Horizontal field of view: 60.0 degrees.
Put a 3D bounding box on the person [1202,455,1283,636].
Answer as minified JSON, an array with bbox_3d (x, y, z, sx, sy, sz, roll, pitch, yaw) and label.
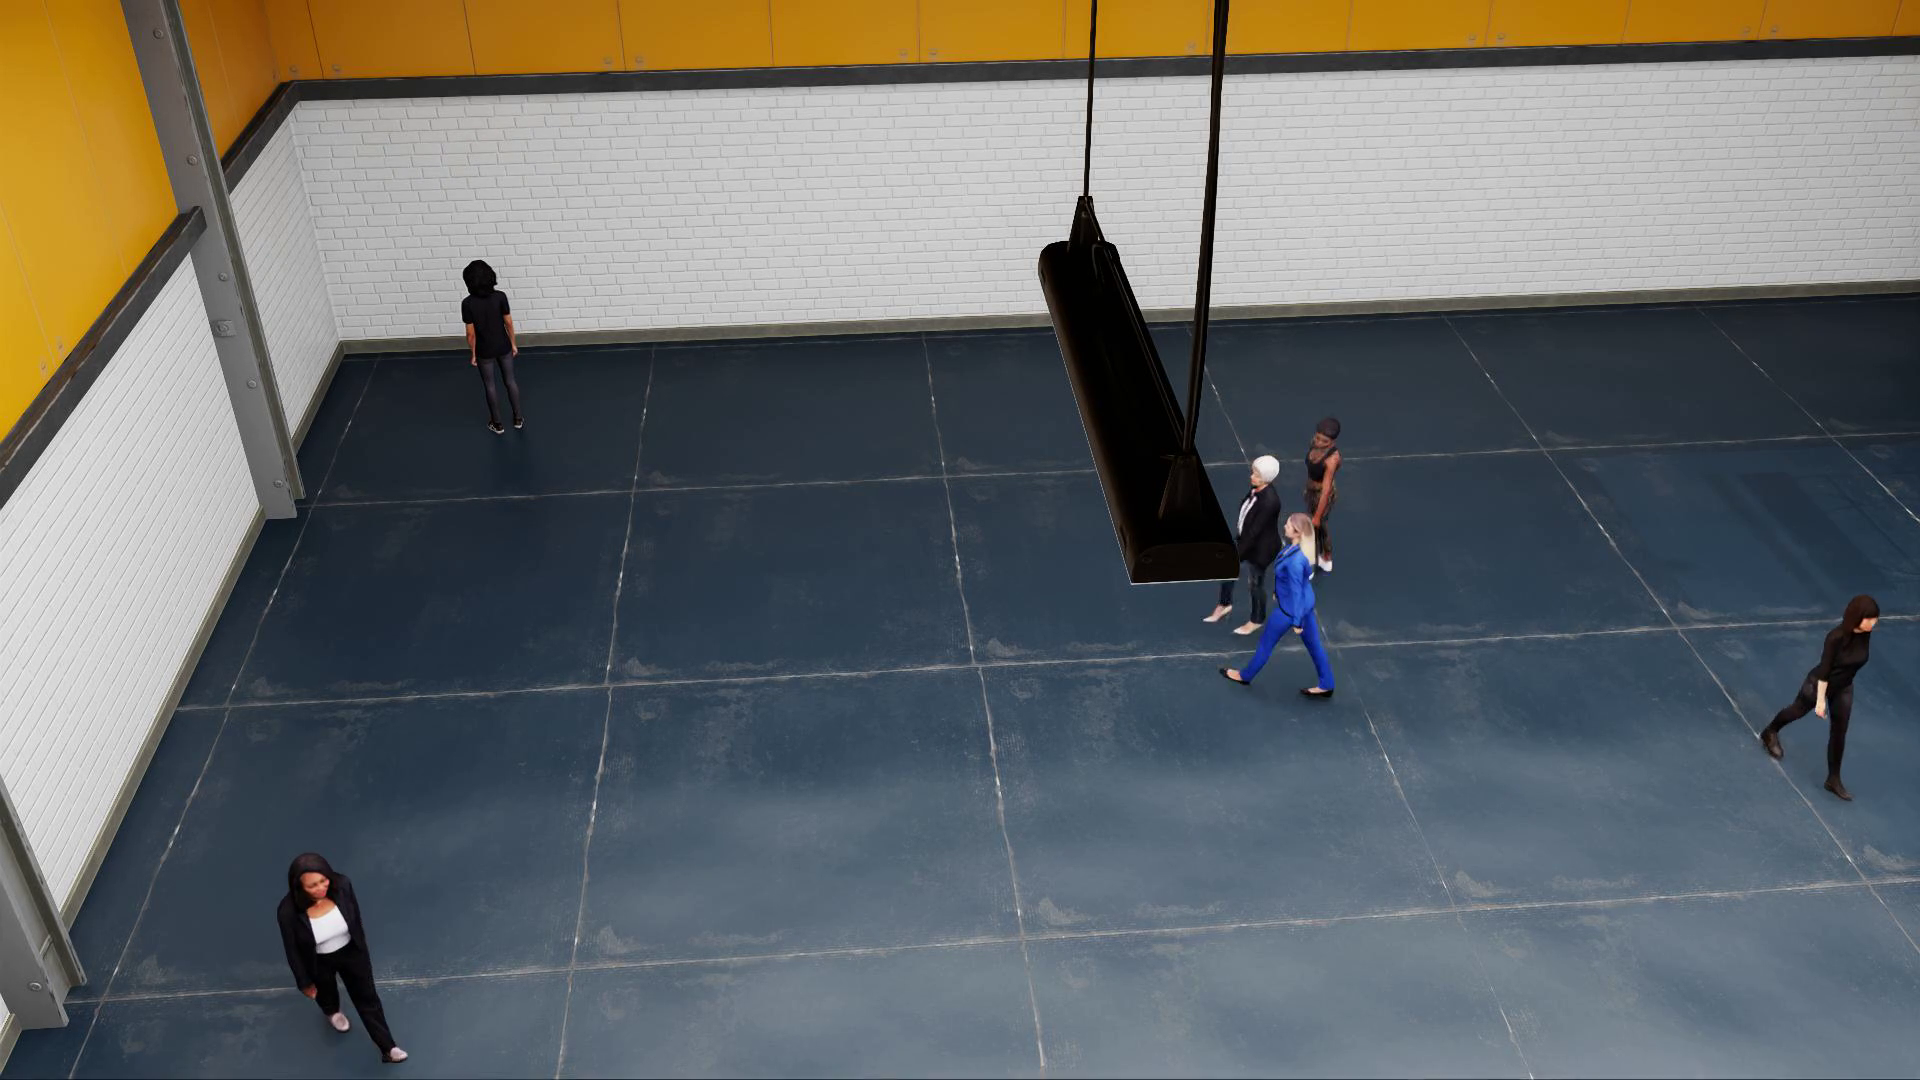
[{"bbox_3d":[2.417,0.074,13.449,0.699,1.756,0.743,-2,34,-3],"label":"person"}]

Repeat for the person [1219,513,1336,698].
[{"bbox_3d":[2.701,0.563,12.912,1.015,1.649,1.170,12,35,17],"label":"person"}]

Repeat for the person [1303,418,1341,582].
[{"bbox_3d":[3.094,-0.352,14.274,0.768,1.666,0.601,1,34,1],"label":"person"}]

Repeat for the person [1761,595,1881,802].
[{"bbox_3d":[6.308,1.050,12.223,0.666,1.601,1.094,-7,34,-11],"label":"person"}]

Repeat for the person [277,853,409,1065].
[{"bbox_3d":[-3.865,2.480,10.100,1.063,1.568,1.171,-28,43,-36],"label":"person"}]

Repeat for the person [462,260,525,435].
[{"bbox_3d":[-4.632,-1.919,16.477,0.705,1.836,0.677,-16,37,-23],"label":"person"}]
